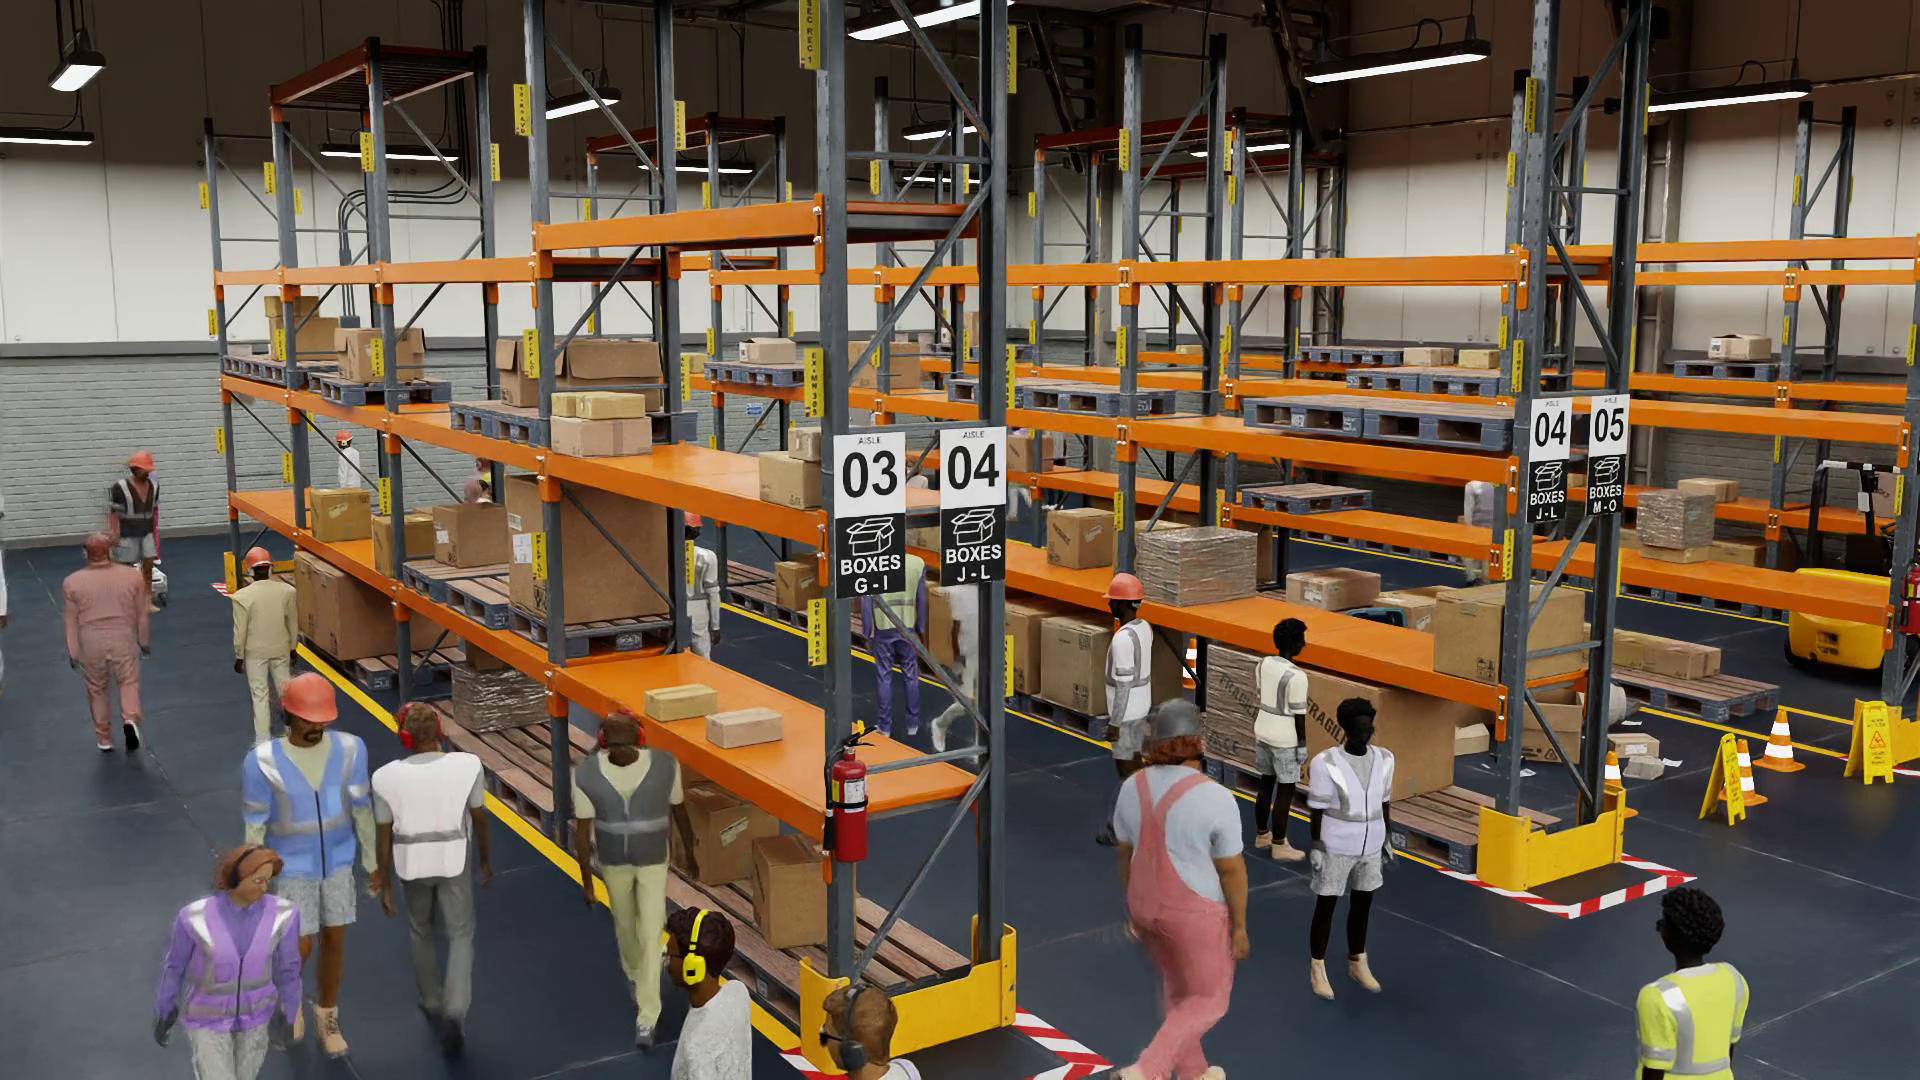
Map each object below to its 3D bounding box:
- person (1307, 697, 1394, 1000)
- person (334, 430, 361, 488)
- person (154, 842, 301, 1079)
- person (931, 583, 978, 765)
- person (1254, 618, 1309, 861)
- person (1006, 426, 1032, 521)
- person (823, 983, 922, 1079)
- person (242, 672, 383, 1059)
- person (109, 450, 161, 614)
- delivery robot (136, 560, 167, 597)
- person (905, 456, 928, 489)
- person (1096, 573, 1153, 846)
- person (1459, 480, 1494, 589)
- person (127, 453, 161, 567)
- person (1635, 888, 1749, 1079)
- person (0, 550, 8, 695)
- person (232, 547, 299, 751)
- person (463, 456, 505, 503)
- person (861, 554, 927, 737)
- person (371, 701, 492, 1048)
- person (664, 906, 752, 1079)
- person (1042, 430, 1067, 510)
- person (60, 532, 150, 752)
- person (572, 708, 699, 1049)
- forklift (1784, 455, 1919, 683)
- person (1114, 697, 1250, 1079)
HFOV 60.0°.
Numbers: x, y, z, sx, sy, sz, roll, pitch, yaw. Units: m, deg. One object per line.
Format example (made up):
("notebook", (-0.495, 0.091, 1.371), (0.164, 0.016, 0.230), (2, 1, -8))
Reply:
("person", (2.166, 1.694, 9.222), (0.540, 1.695, 0.317), (-3, 9, -18))
("person", (-9.573, -0.848, 26.001), (0.349, 1.743, 0.563), (0, 9, 2))
("person", (-3.085, 2.070, 7.068), (0.568, 1.580, 0.831), (-6, 11, -36))
("person", (0.058, 0.948, 13.673), (0.523, 1.854, 0.627), (-7, 11, -41))
("person", (2.213, 1.368, 11.432), (0.321, 1.686, 0.539), (-3, 9, -21))
("person", (0.985, -1.218, 28.163), (0.473, 1.824, 0.646), (7, 11, 38))
("person", (-0.260, 2.241, 5.094), (0.325, 1.842, 0.516), (2, 9, 14))
("person", (-3.287, 1.651, 8.470), (0.605, 2.014, 0.450), (-7, 11, -38))
("person", (-10.062, -0.105, 20.218), (0.801, 2.005, 0.626), (5, 10, 28))
("delivery robot", (-10.140, 0.489, 20.721), (0.477, 0.478, 0.707), (-7, 11, -37))
("person", (-0.684, -0.350, 23.038), (0.498, 1.633, 0.279), (-1, 9, -4))
("person", (1.161, 1.194, 11.756), (0.359, 1.938, 0.545), (3, 9, 21))
("person", (6.704, -0.207, 21.506), (0.602, 1.815, 0.495), (-3, 9, -21))
("person", (-11.599, -0.430, 23.609), (0.280, 1.625, 0.493), (3, 9, 21))
("person", (2.717, 2.139, 6.255), (0.536, 1.696, 0.321), (-5, 10, -29))
("person", (-9.282, 0.654, 15.674), (0.582, 1.854, 0.928), (-3, 9, -20))
("person", (-5.913, 0.927, 14.150), (0.345, 1.747, 0.573), (7, 11, 40))
("person", (-6.029, -0.192, 21.157), (0.436, 1.891, 0.653), (7, 11, 39))
("person", (-0.579, 0.778, 14.585), (0.587, 1.920, 0.393), (-2, 9, -14))
("person", (-2.748, 1.720, 8.697), (0.581, 1.802, 0.814), (-2, 9, -14))
("person", (-0.861, 2.145, 5.643), (0.328, 1.873, 0.517), (1, 9, 6))
("person", (1.685, -1.461, 29.699), (0.521, 1.866, 0.339), (-7, 11, -39))
("person", (-7.175, 0.878, 13.997), (0.659, 1.892, 0.619), (-5, 10, -31))
("person", (-1.705, 1.723, 8.813), (0.641, 1.763, 0.997), (-1, 9, -7))
("forklift", (9.643, 0.253, 17.172), (2.313, 2.155, 1.214), (-6, 10, -33))
("person", (1.010, 1.729, 7.847), (0.770, 2.000, 0.693), (-7, 11, -38))
